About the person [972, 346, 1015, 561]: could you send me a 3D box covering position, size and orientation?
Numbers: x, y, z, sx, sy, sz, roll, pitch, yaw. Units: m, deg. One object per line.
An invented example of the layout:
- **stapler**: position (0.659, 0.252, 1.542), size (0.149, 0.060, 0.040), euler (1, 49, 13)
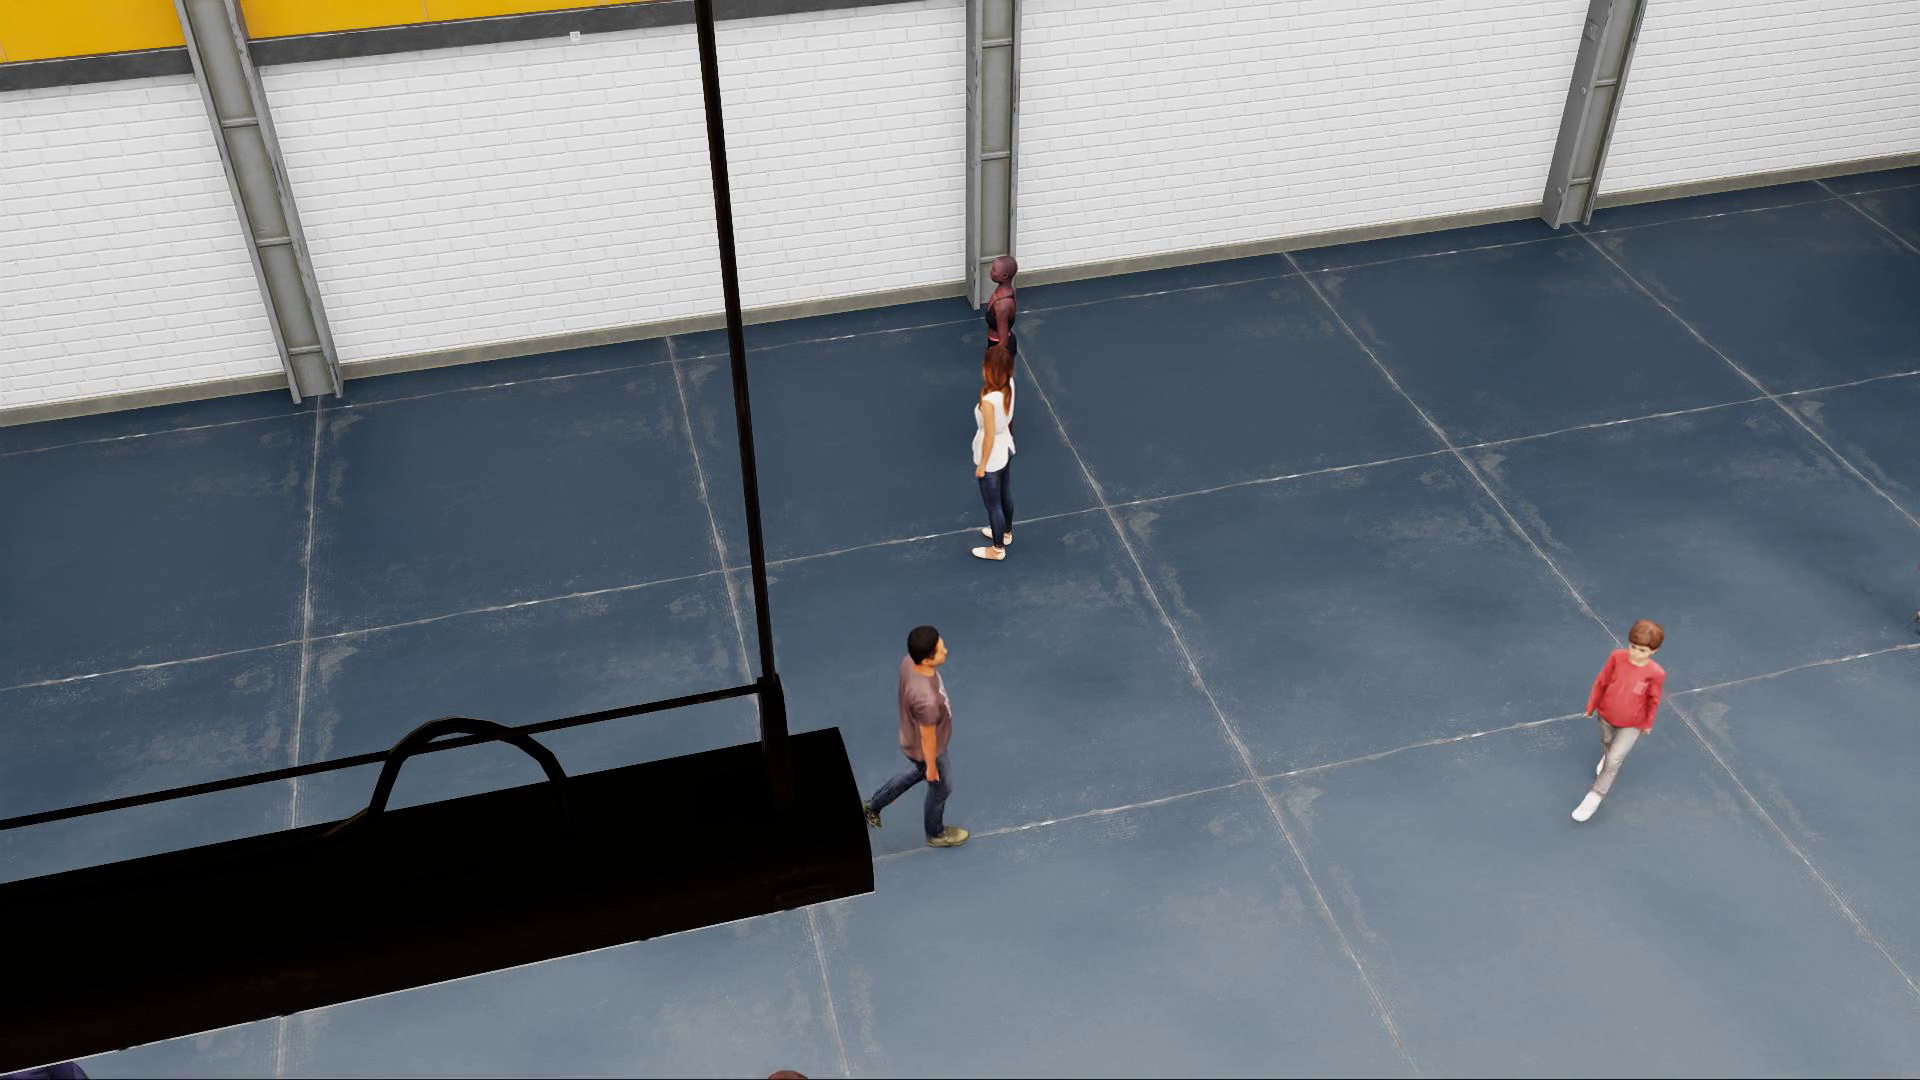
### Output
- **person**: position (0.266, -0.623, 12.039), size (0.720, 1.785, 0.686), euler (15, 41, 18)

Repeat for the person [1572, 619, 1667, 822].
- **person**: position (4.119, 1.034, 10.286), size (0.840, 1.383, 1.022), euler (31, 48, 33)

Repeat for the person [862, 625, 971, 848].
- **person**: position (-0.289, 1.182, 9.799), size (0.922, 1.759, 0.670), euler (-7, 39, -8)

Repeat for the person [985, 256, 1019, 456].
- **person**: position (0.341, -1.457, 13.104), size (0.607, 1.758, 0.629), euler (0, 39, 0)
